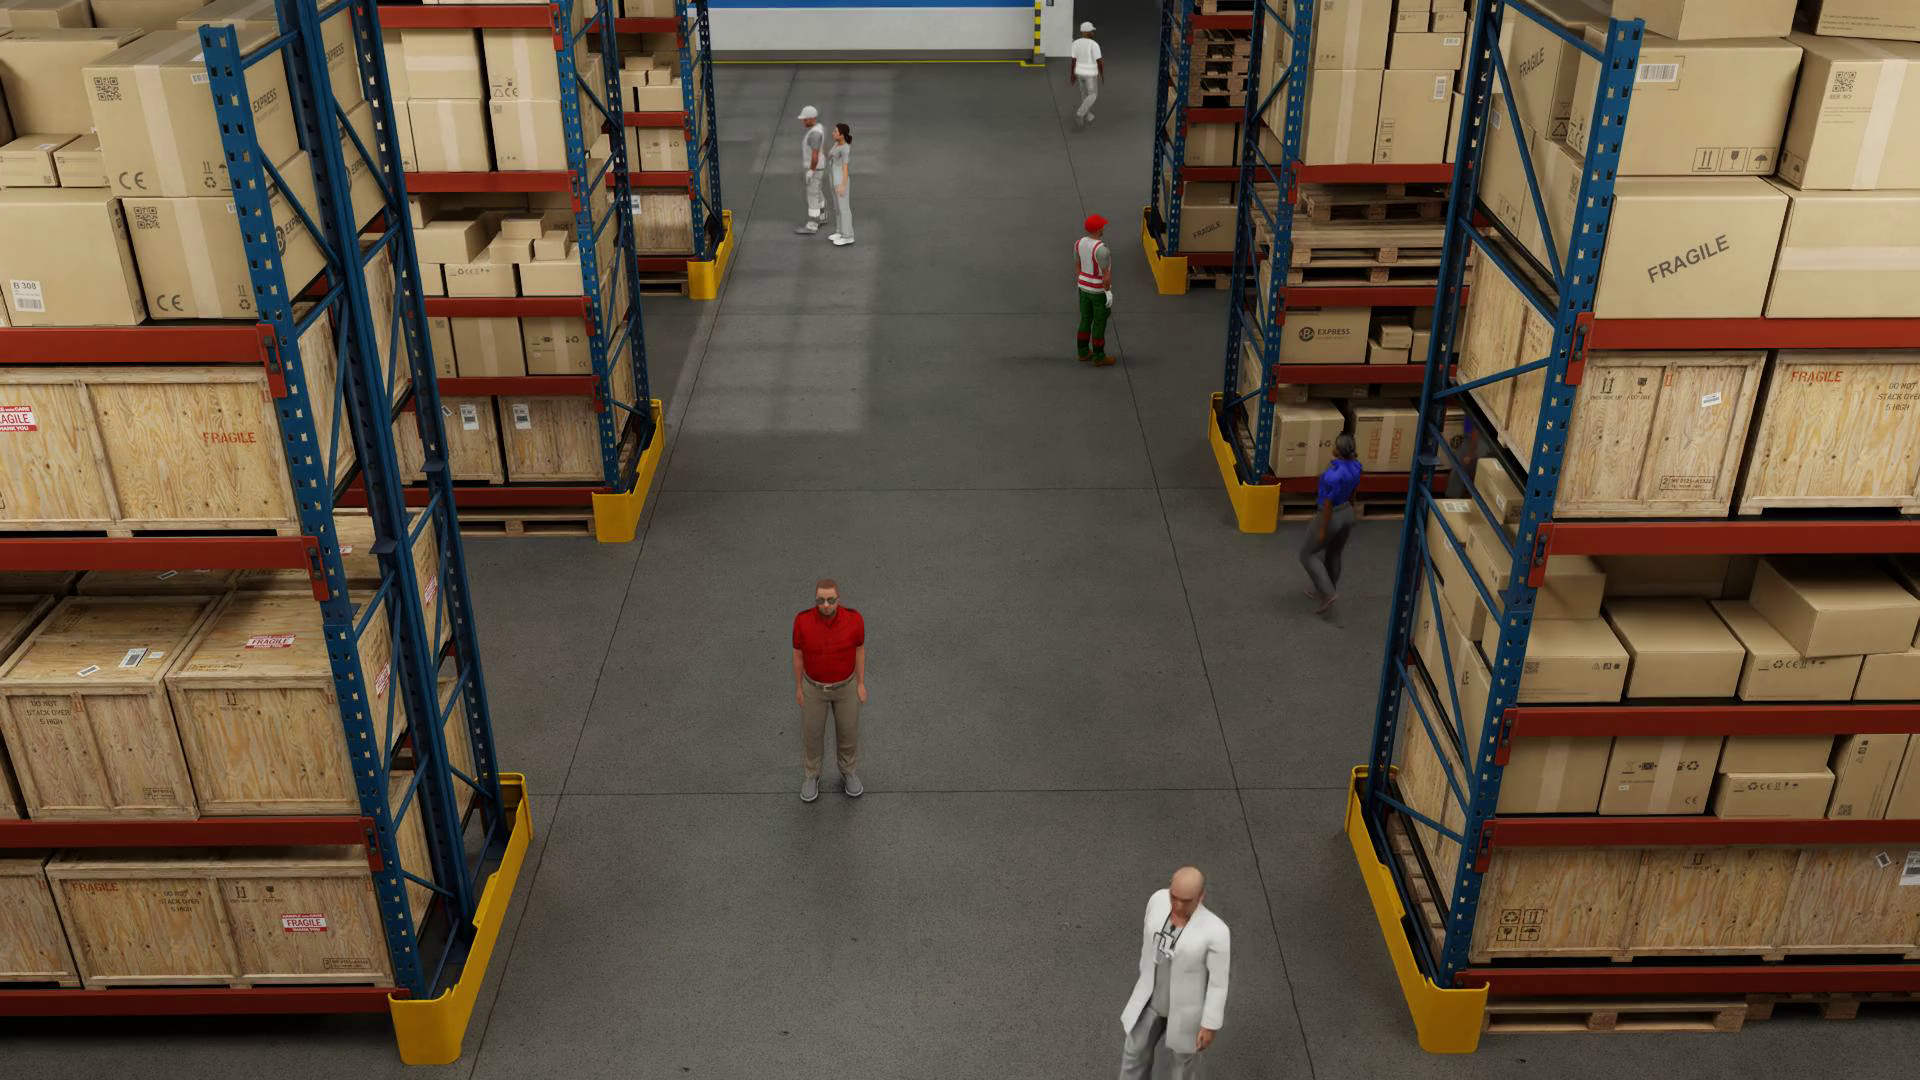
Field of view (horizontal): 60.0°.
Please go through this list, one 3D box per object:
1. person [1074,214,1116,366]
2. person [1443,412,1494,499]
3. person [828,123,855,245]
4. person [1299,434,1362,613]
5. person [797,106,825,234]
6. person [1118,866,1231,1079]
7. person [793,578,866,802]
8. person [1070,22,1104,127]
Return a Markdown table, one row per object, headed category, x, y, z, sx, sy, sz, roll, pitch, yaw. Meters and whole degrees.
| category | x | y | z | sx | sy | sz | roll | pitch | yaw |
| --- | --- | --- | --- | --- | --- | --- | --- | --- | --- |
| person | 1.575 | -2.913 | 19.299 | 0.383 | 1.795 | 0.529 | -23 | 36 | -36 |
| person | 4.863 | -0.872 | 15.629 | 0.454 | 1.646 | 0.805 | -24 | 37 | -38 |
| person | -1.660 | -4.984 | 23.223 | 0.365 | 1.673 | 0.449 | -12 | 30 | -21 |
| person | 3.216 | -0.164 | 14.319 | 0.458 | 1.662 | 0.498 | -21 | 35 | -33 |
| person | -2.151 | -5.287 | 23.711 | 0.449 | 1.787 | 0.621 | -4 | 28 | -7 |
| person | 1.125 | 2.575 | 9.073 | 0.619 | 1.786 | 0.665 | 22 | 35 | 35 |
| person | -0.931 | 1.066 | 11.965 | 0.528 | 1.728 | 0.385 | -4 | 29 | -8 |
| person | 2.218 | -8.149 | 29.086 | 0.611 | 1.750 | 0.871 | 19 | 34 | 31 |
